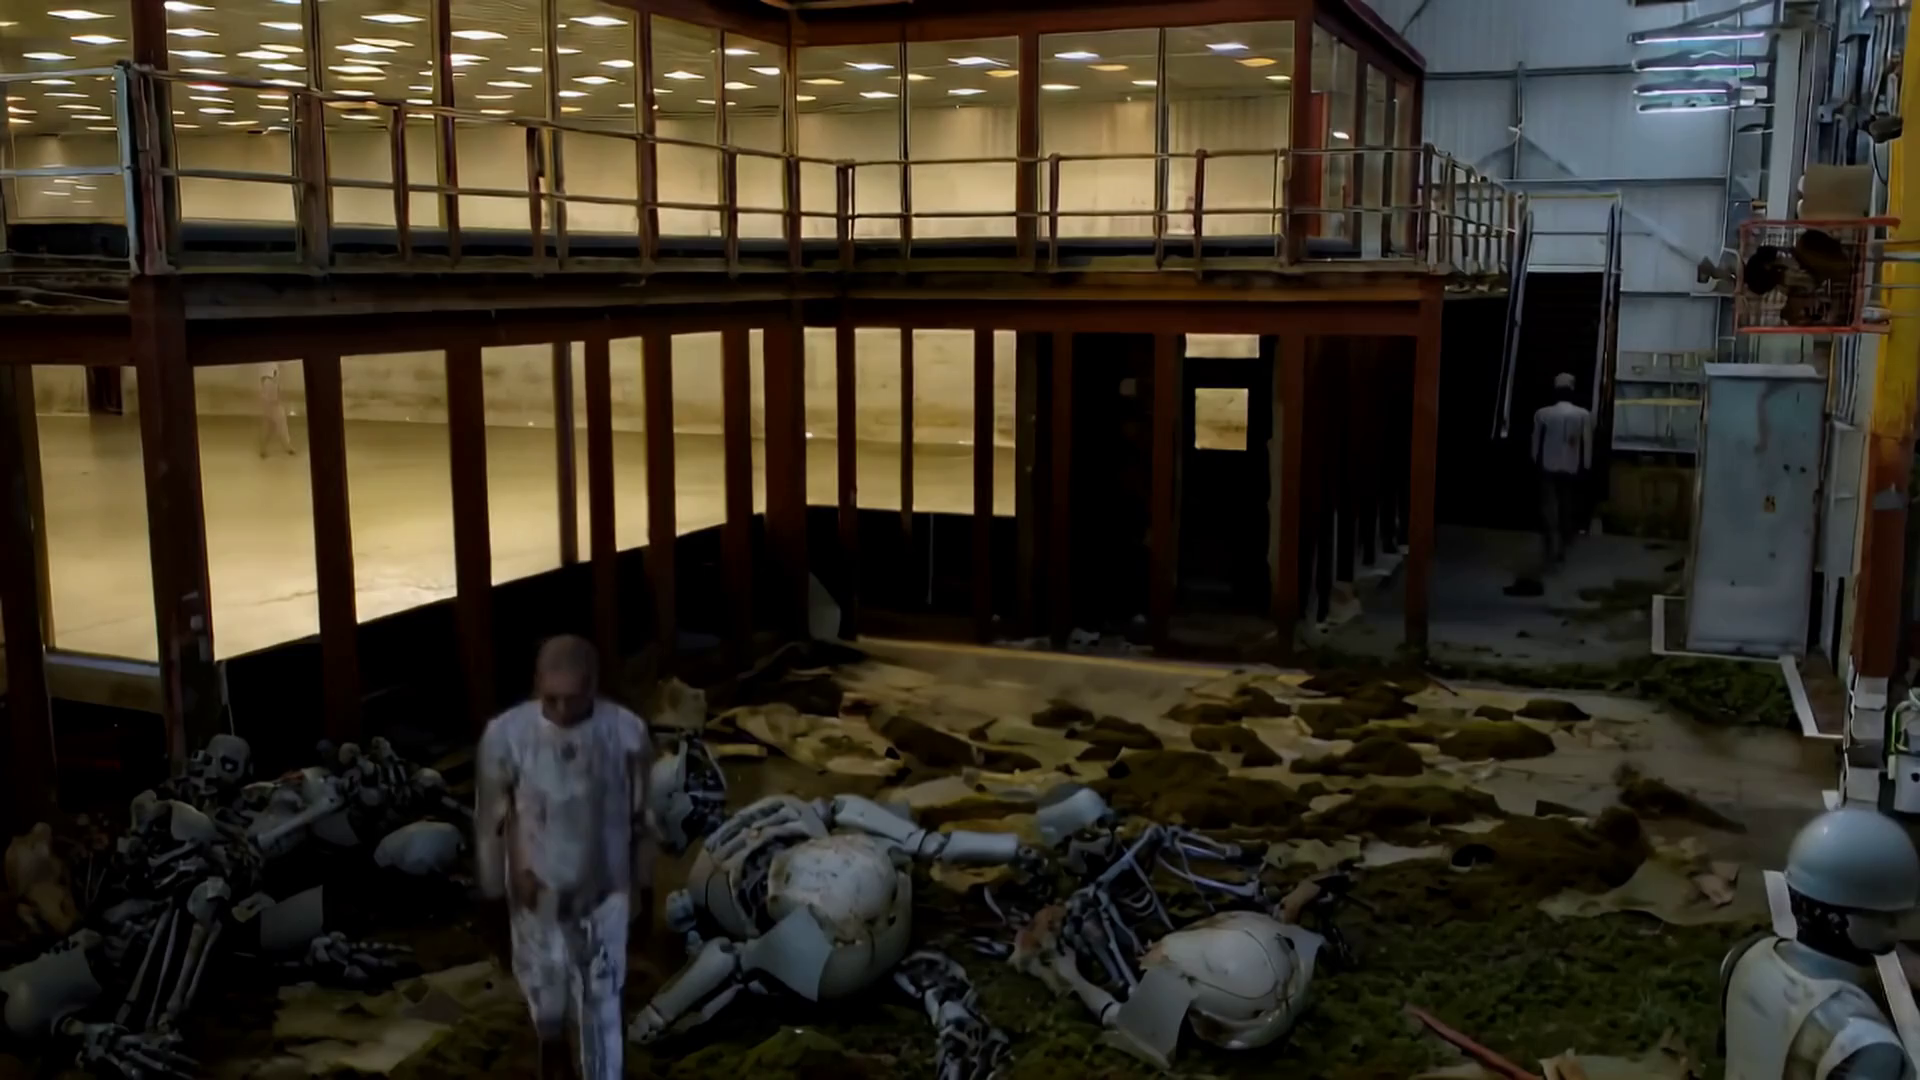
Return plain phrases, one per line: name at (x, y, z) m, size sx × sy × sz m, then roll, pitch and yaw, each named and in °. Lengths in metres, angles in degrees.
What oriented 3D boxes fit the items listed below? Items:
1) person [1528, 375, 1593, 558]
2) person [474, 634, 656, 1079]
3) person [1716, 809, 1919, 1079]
person at (6.476, -0.814, 17.980) m, size 0.644 × 1.937 × 1.012 m, roll 3°, pitch 10°, yaw 18°
person at (-1.404, 1.204, 5.962) m, size 0.627 × 1.812 × 0.864 m, roll -2°, pitch 9°, yaw -11°
person at (1.824, 1.518, 3.575) m, size 0.389 × 1.948 × 0.608 m, roll 0°, pitch 9°, yaw -1°
